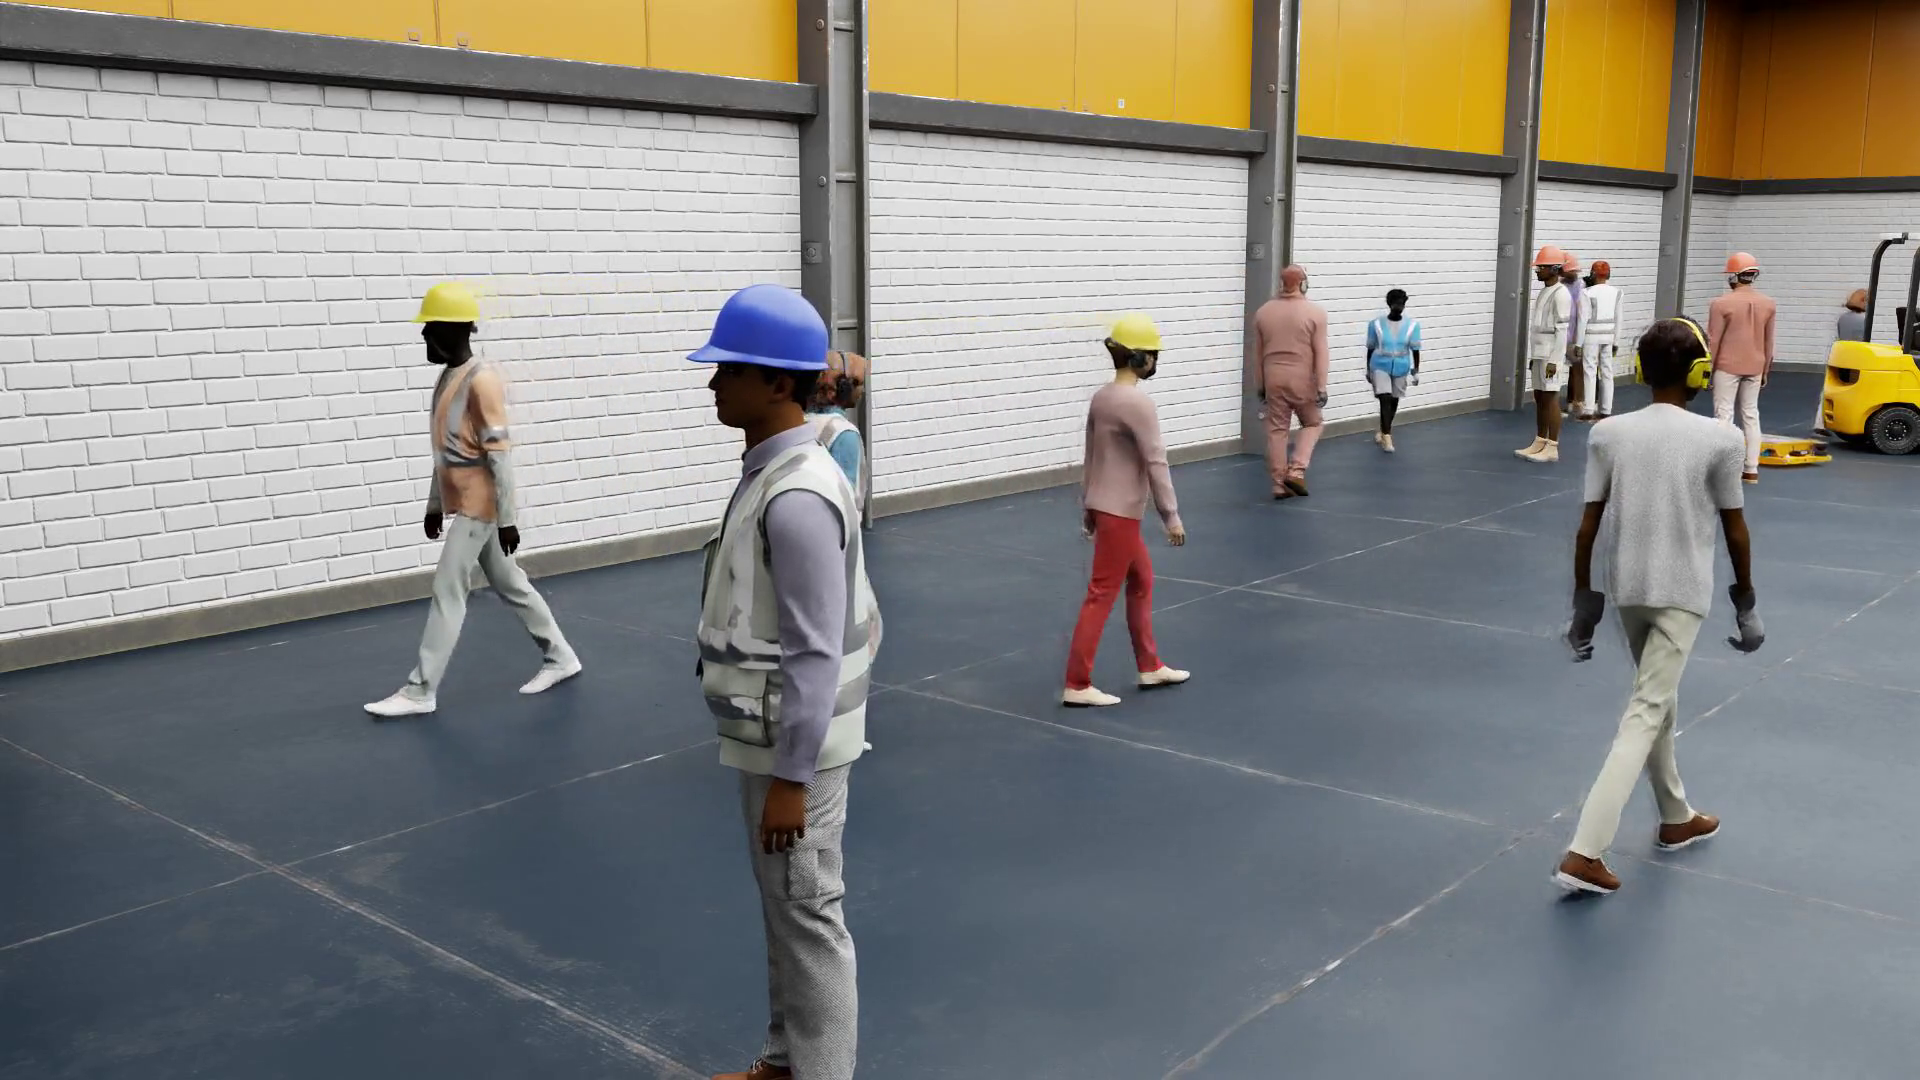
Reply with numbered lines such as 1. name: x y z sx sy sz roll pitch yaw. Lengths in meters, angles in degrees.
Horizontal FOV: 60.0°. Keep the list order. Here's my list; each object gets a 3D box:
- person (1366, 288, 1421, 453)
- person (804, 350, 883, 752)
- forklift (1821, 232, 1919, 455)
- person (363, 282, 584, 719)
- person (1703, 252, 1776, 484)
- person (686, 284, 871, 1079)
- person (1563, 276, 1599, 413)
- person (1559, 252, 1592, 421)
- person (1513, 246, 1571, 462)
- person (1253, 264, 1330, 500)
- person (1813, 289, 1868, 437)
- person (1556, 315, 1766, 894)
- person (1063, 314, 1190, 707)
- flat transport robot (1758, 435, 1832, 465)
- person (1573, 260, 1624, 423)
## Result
1. person: 4.349 -1.727 16.803 0.536 1.646 0.853 1 10 3
2. person: -0.521 0.057 6.655 0.430 1.620 0.538 -6 11 -29
3. forklift: 9.955 -1.972 16.595 2.313 2.155 1.214 1 10 8
4. person: -2.132 -0.185 7.324 0.994 1.884 0.602 -6 11 -29
5. person: 6.695 -1.474 14.347 0.617 1.987 0.403 -2 10 -10
6. person: -0.387 0.423 3.652 0.380 1.951 0.607 -2 10 -13
7. person: 7.715 -2.408 20.522 0.532 1.691 0.321 3 10 14
8. person: 7.137 -2.359 19.431 0.689 1.972 0.869 -4 11 -20
9. person: 5.571 -1.765 15.845 0.370 2.044 0.608 0 10 -1
10. person: 2.683 -1.263 13.405 0.675 1.890 0.435 7 12 35
11. person: 9.572 -1.885 17.816 0.853 1.584 0.512 -2 10 -11
12. person: 2.229 0.198 5.331 0.998 1.827 0.507 -7 12 -35
13. person: 0.799 -0.121 7.372 0.805 1.734 0.538 -3 10 -15
14. flat transport robot: 7.527 -0.905 15.991 0.652 0.197 1.431 -5 11 -27
15. person: 7.421 -2.304 19.367 0.579 1.882 0.342 -3 10 -14
